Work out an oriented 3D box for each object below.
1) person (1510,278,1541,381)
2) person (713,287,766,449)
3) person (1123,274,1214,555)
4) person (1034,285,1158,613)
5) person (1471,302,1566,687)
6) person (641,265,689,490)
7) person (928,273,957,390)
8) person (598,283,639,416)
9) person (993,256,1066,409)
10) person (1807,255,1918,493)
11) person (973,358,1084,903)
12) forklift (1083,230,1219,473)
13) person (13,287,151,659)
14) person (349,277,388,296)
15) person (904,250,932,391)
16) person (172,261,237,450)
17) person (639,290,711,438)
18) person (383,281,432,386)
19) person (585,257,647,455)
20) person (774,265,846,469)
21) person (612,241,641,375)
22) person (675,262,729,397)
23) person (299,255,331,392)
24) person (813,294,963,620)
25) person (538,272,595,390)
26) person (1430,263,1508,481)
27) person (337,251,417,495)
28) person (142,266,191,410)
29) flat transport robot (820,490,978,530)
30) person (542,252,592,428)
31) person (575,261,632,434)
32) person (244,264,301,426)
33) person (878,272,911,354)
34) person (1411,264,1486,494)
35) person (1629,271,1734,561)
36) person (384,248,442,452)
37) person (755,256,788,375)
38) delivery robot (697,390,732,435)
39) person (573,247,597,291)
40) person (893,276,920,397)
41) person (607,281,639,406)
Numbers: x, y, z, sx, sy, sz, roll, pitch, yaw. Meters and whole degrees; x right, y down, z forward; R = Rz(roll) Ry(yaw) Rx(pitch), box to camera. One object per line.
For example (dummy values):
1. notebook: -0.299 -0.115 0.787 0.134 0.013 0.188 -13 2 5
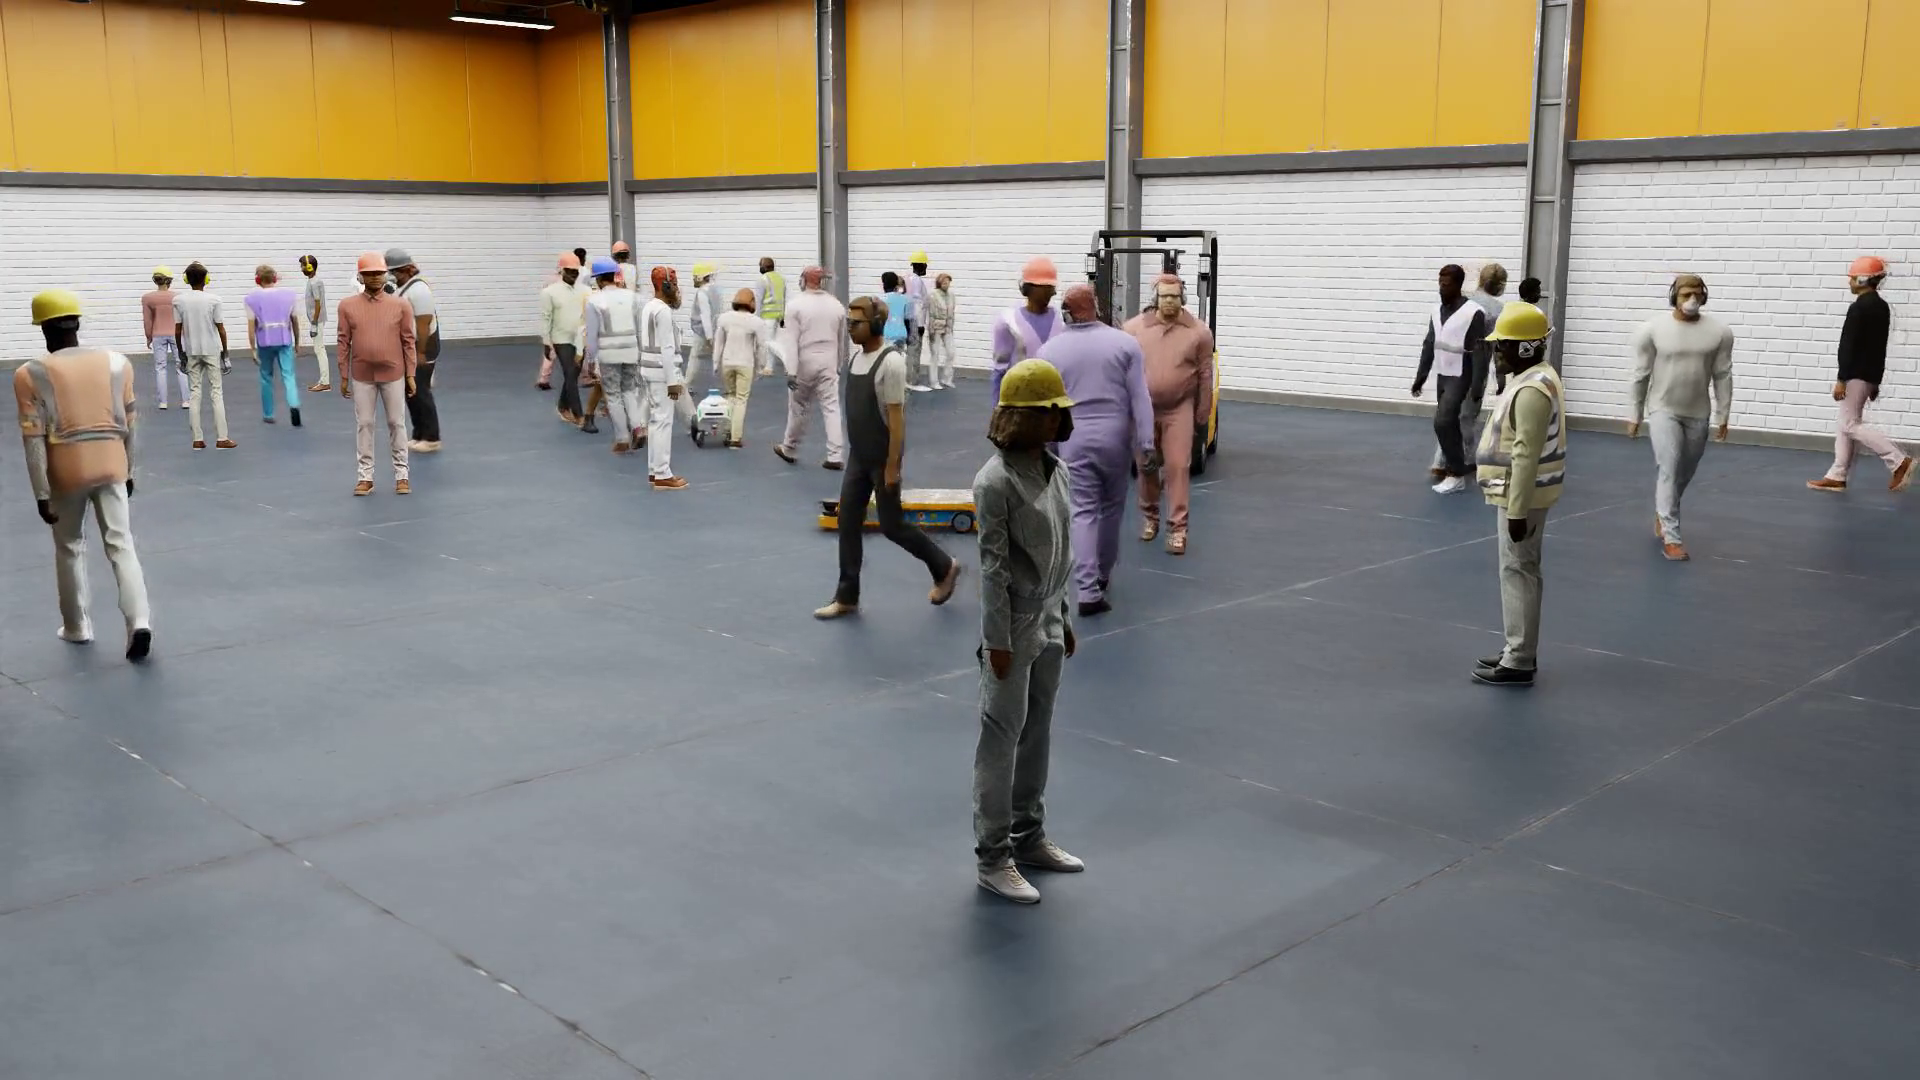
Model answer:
1. person: 5.950 -1.919 17.567 0.320 1.694 0.532 4 11 21
2. person: -2.195 -1.731 16.746 0.524 1.607 0.604 3 11 15
3. person: 1.388 -0.874 11.417 0.681 1.883 0.803 3 11 14
4. person: 0.782 -0.538 9.638 0.711 1.842 0.972 1 10 5
5. person: 2.654 -0.212 7.909 0.403 1.825 0.596 4 11 22
6. person: -2.513 -1.365 14.039 0.348 1.879 0.580 -4 11 -21
7. person: -0.257 -2.873 22.964 0.517 1.610 0.445 -9 14 -40
8. person: -4.004 -2.210 19.429 0.511 1.590 0.871 -7 13 -35
9. person: 0.517 -0.947 11.452 0.612 2.009 0.993 -4 11 -19
10. person: 7.458 -1.337 13.618 0.613 1.976 0.794 -10 14 -44
11. person: 0.229 0.284 5.411 0.294 1.744 0.487 6 12 31
12. forklift: 1.804 -1.825 15.677 1.214 2.155 2.313 2 11 13
13. person: -4.428 -0.341 8.445 0.576 1.884 0.950 -9 14 -42
14. person: -8.522 -3.182 24.092 0.605 1.831 0.965 -3 11 -17
15. person: -0.589 -3.004 22.832 0.374 1.928 0.584 -2 11 -13
16. person: -7.536 -1.829 16.574 0.514 1.877 0.328 -1 10 -5
17. person: -3.058 -1.861 17.512 0.863 1.588 0.519 -4 11 -19
18. person: -7.792 -3.002 23.223 0.955 1.796 0.659 5 11 24
19. person: -3.359 -1.776 16.143 0.627 1.921 0.453 -10 14 -44
20. person: -1.370 -1.593 15.334 0.674 1.849 1.006 -7 12 -33
21. person: -5.110 -3.502 25.236 0.382 2.039 0.615 8 13 38
22. person: -3.313 -2.749 21.852 0.946 1.790 0.586 2 11 13
23. person: -8.847 -2.966 22.802 0.328 1.865 0.518 -3 11 -17
24. person: -0.403 -0.463 9.304 0.822 1.823 0.511 -7 13 -35
25. person: -5.493 -3.009 23.082 0.638 1.855 1.009 6 12 28
26. person: 4.504 -1.443 14.432 0.847 1.886 0.682 -4 11 -23
27. person: -4.795 -1.363 13.694 0.622 1.996 0.370 -2 11 -13
28. person: -9.722 -2.477 20.423 0.523 1.760 0.328 -3 11 -16
29. flat transport robot: -0.274 -0.232 12.238 1.431 0.197 0.652 1 10 5
30. person: -4.408 -2.264 18.768 0.628 1.950 1.028 -9 13 -39
31. person: -3.786 -2.035 17.753 1.010 1.860 0.588 8 13 38
32. person: -7.698 -2.188 18.708 0.579 1.815 0.860 -6 12 -31
33. person: -0.929 -2.562 21.128 0.748 1.662 0.549 10 14 44
34. person: 4.048 -1.332 13.803 0.539 1.894 0.582 -3 11 -17
35. person: 4.850 -0.863 11.259 0.638 1.905 0.973 1 10 6
36. person: -5.437 -1.890 16.451 0.538 2.000 0.705 -7 12 -33
37. person: -2.813 -3.384 25.213 0.714 1.818 0.620 5 11 25
38. delivery robot: -2.507 -1.295 17.002 0.477 0.478 0.707 -1 10 -7
39. person: -6.587 -4.127 28.977 0.616 1.930 0.955 6 12 29
40. person: -0.801 -2.692 22.037 0.514 1.587 0.838 -9 14 -40
41. person: -4.299 -2.520 21.017 0.537 1.619 0.578 0 10 1
